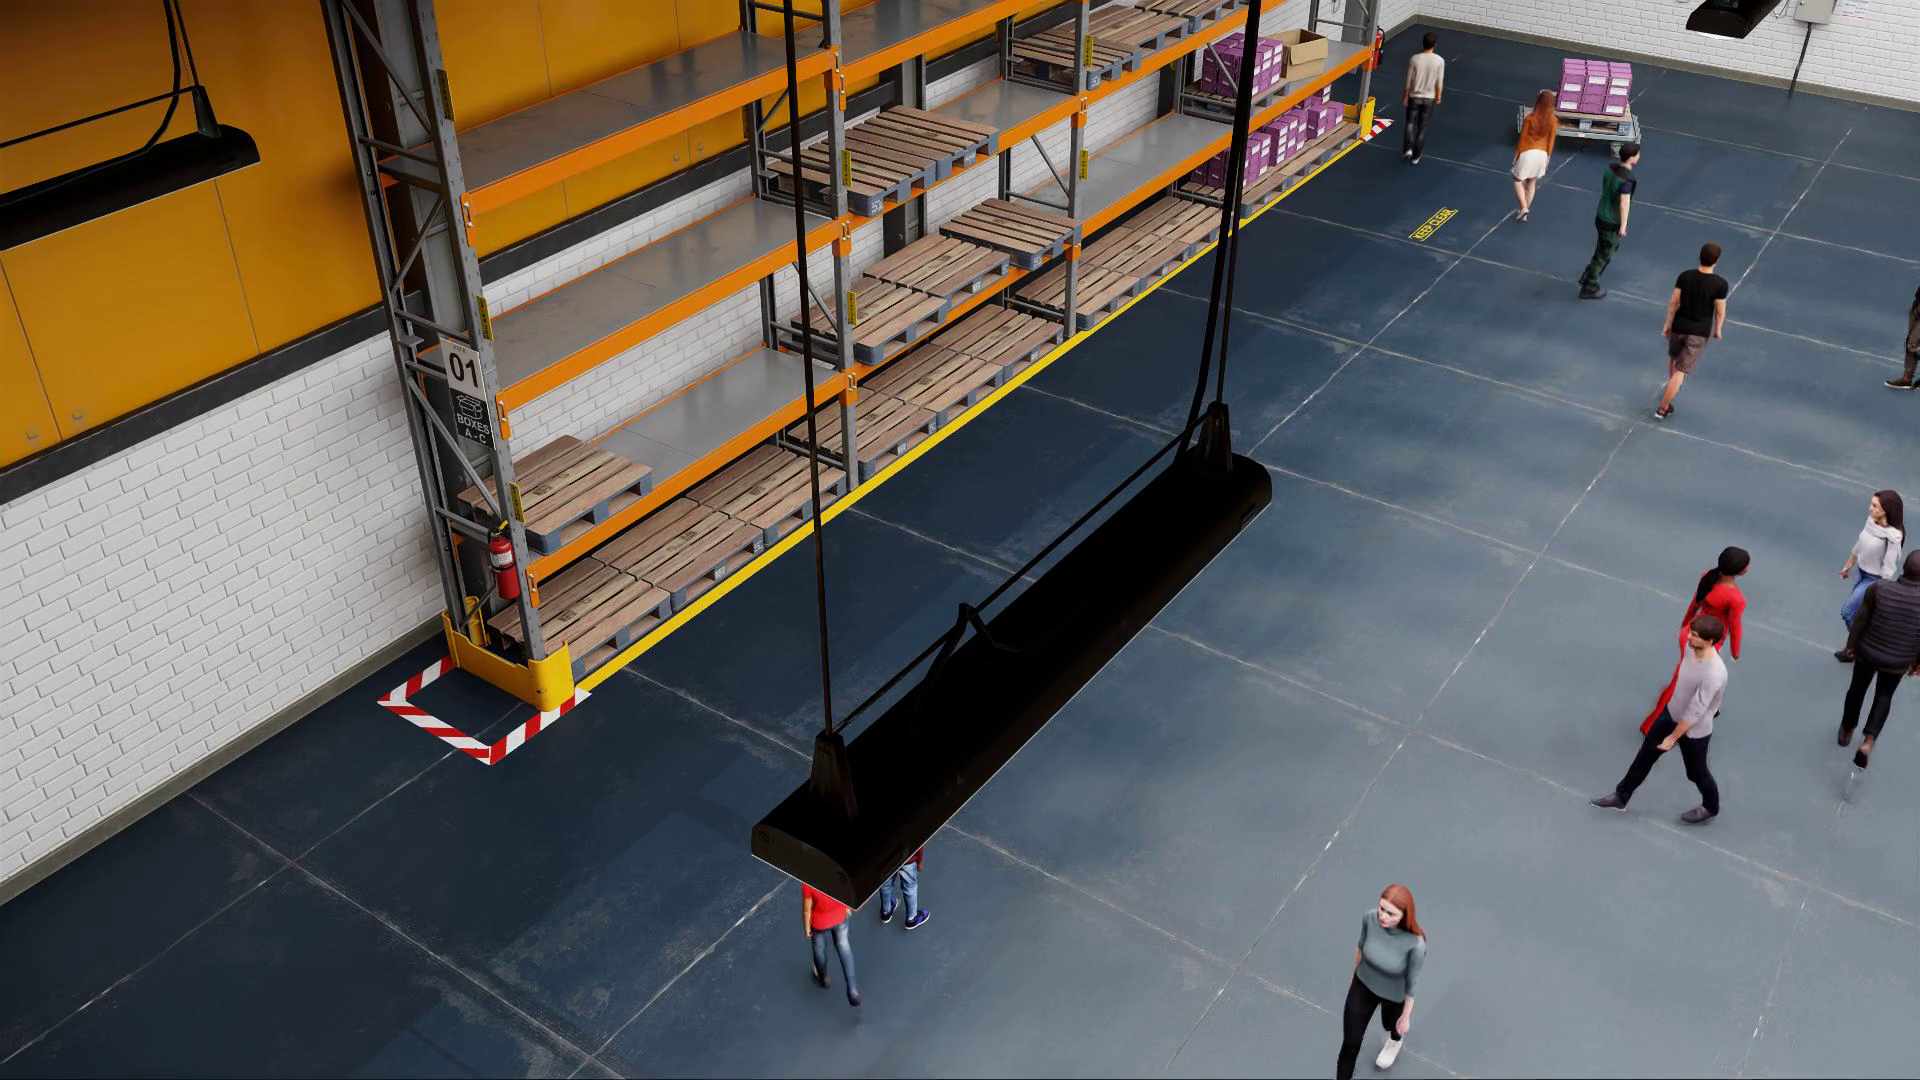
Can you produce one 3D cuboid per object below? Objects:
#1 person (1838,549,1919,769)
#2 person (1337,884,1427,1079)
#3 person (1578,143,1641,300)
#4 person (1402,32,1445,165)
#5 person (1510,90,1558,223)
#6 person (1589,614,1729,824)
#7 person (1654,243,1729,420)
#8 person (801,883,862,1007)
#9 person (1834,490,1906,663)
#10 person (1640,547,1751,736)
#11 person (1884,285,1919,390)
[{"bbox_3d":[6.862,0.901,12.363,0.761,1.822,0.994,17,37,24],"label":"person"},{"bbox_3d":[2.535,2.663,9.822,0.693,1.700,1.166,27,42,34],"label":"person"},{"bbox_3d":[7.418,-3.672,19.184,0.892,1.886,0.819,-3,34,-4],"label":"person"},{"bbox_3d":[6.330,-6.020,22.795,0.757,1.799,0.764,10,35,14],"label":"person"},{"bbox_3d":[7.261,-4.807,21.055,0.852,1.706,0.936,0,34,0],"label":"person"},{"bbox_3d":[5.236,1.318,11.759,1.174,1.796,1.170,-2,34,-3],"label":"person"},{"bbox_3d":[7.356,-2.083,16.853,0.737,1.820,1.168,26,42,34],"label":"person"},{"bbox_3d":[-0.808,2.437,10.525,0.769,1.298,0.759,-14,36,-20],"label":"person"},{"bbox_3d":[7.446,0.317,13.435,0.799,1.608,0.684,3,34,4],"label":"person"},{"bbox_3d":[5.500,0.820,12.541,1.063,1.760,1.010,-5,34,-8],"label":"person"},{"bbox_3d":[10.163,-2.354,17.289,0.903,1.790,0.827,1,34,2],"label":"person"}]
